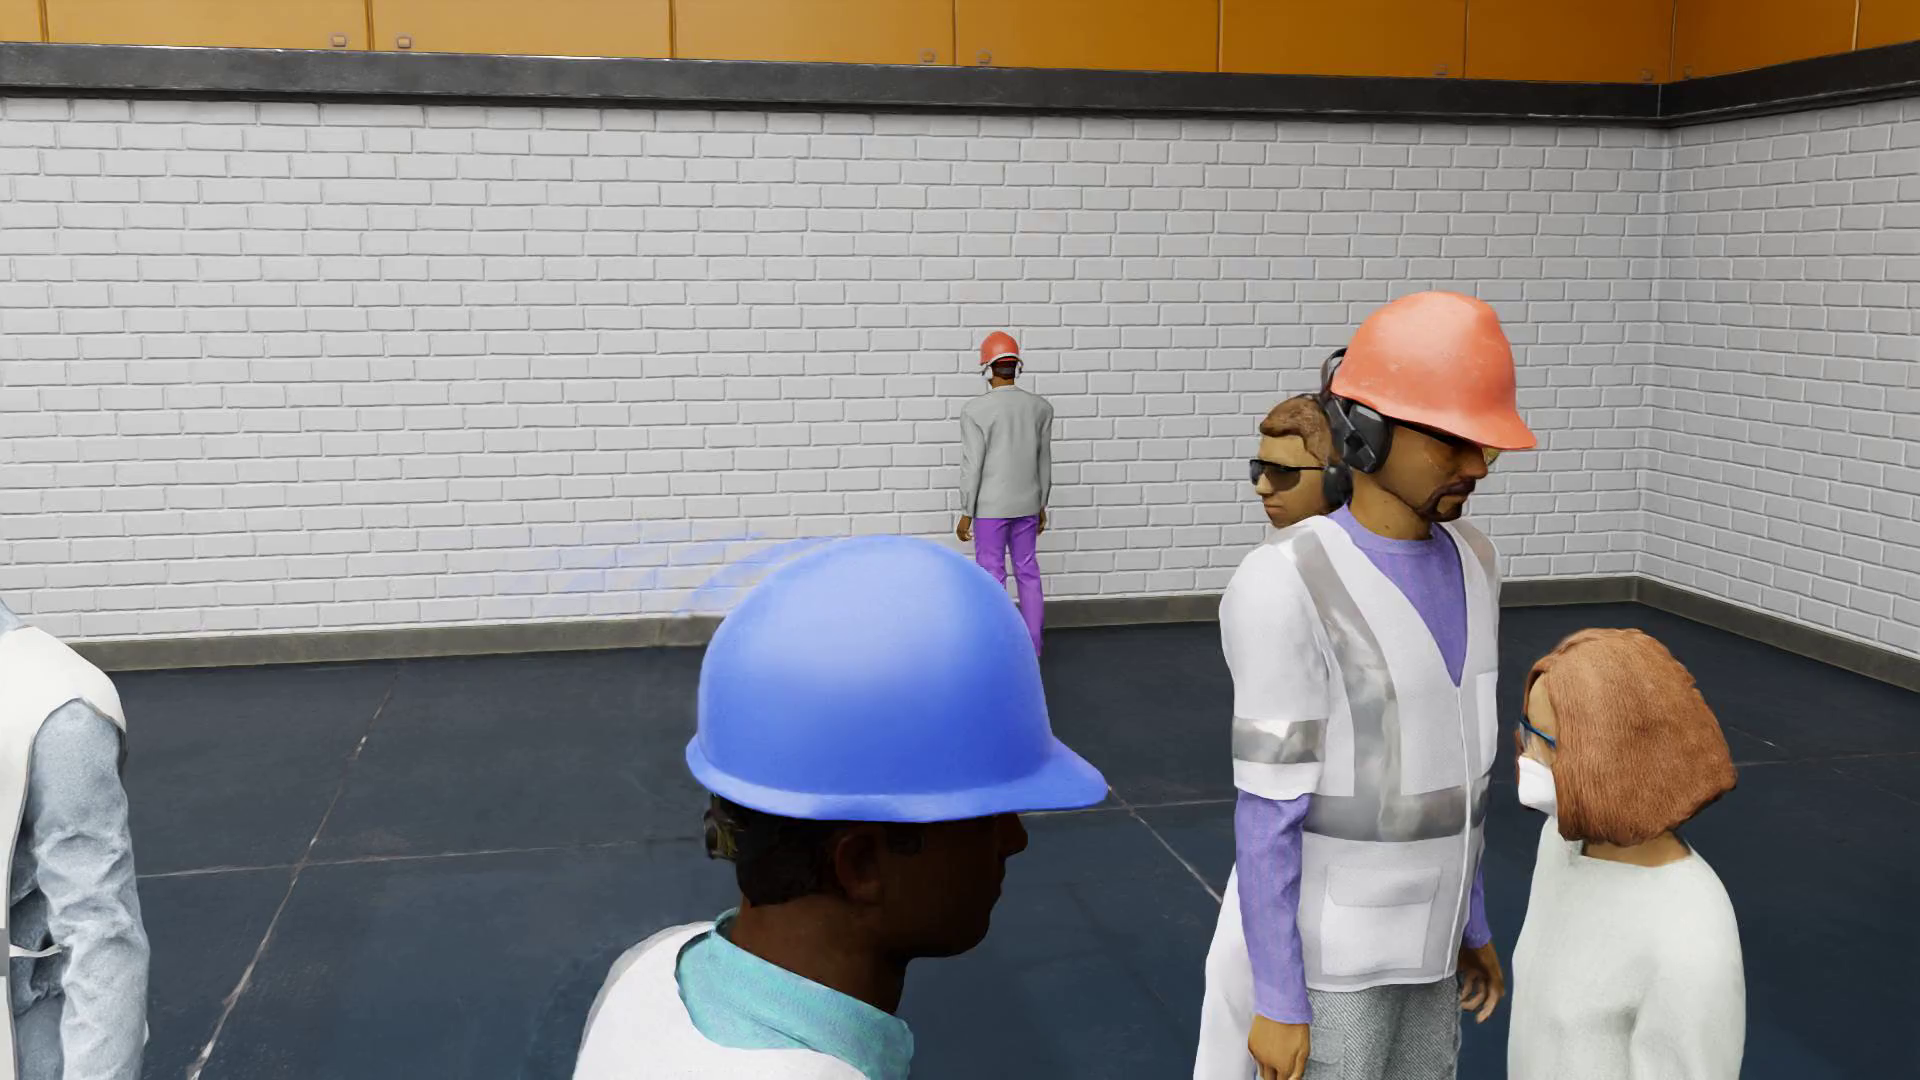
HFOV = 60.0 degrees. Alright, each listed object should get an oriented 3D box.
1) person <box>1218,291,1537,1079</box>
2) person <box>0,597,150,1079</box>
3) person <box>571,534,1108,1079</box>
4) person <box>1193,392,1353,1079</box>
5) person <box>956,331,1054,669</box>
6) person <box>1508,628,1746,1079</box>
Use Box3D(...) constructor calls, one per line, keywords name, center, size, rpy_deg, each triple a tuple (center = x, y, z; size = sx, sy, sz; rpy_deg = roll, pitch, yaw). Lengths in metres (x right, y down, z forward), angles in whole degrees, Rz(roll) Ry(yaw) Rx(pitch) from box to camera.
Box3D(name="person", center=(0.679, 0.632, 2.646), size=(0.605, 2.036, 0.383), rpy_deg=(-8, 12, -41))
Box3D(name="person", center=(-1.339, 0.754, 2.256), size=(0.595, 1.918, 0.386), rpy_deg=(4, 10, 24))
Box3D(name="person", center=(-0.131, 0.934, 1.270), size=(1.027, 1.885, 0.606), rpy_deg=(-3, 10, -15))
Box3D(name="person", center=(0.686, 0.608, 3.458), size=(0.857, 1.807, 0.536), rpy_deg=(-5, 11, -28))
Box3D(name="person", center=(0.212, -0.186, 8.489), size=(0.570, 1.747, 0.341), rpy_deg=(-7, 11, -35))
Box3D(name="person", center=(0.832, 0.915, 2.171), size=(0.276, 1.627, 0.504), rpy_deg=(0, 9, 1))
